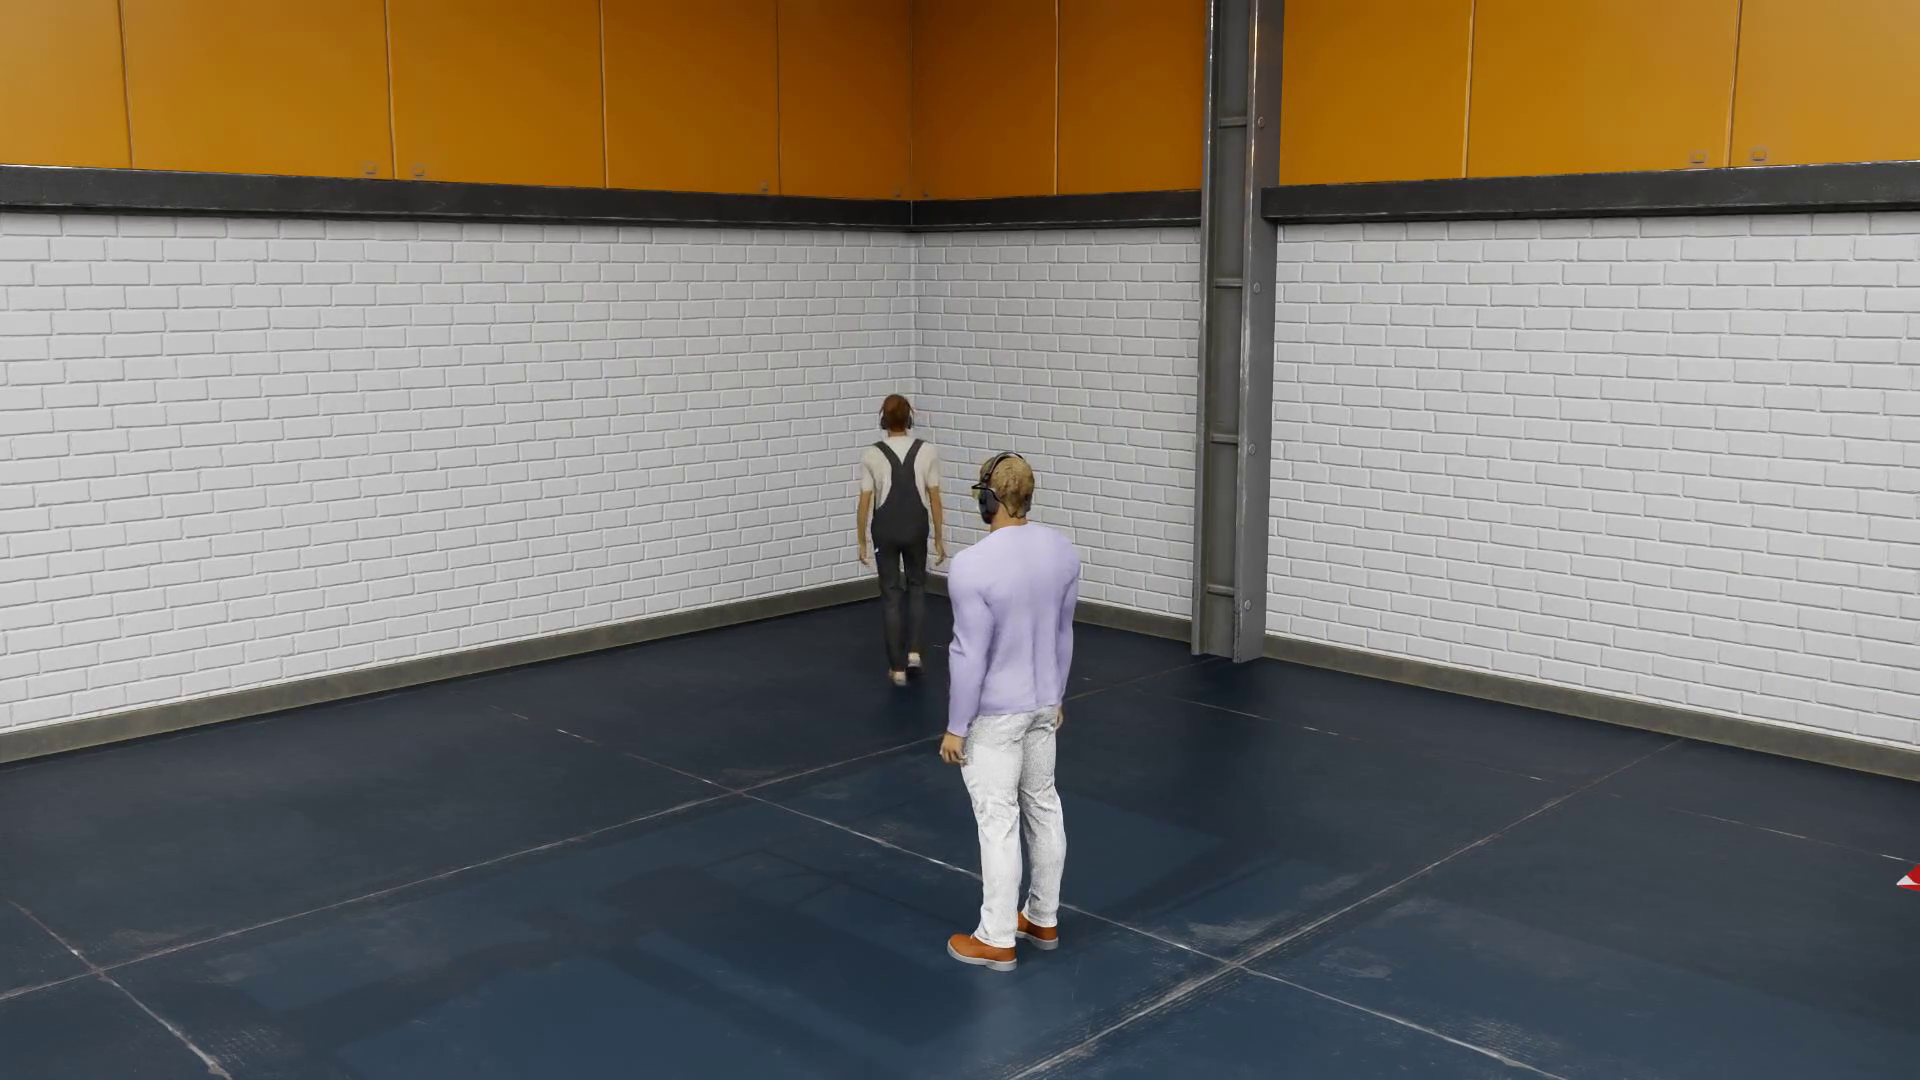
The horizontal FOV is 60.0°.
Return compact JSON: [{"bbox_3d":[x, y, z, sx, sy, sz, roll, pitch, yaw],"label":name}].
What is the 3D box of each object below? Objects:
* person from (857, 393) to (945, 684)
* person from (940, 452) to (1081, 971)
[{"bbox_3d":[-0.381,-0.009,10.501,0.550,1.830,0.441,-2,9,-10],"label":"person"},{"bbox_3d":[0.177,0.636,6.224,0.373,1.940,0.627,9,13,44],"label":"person"}]
